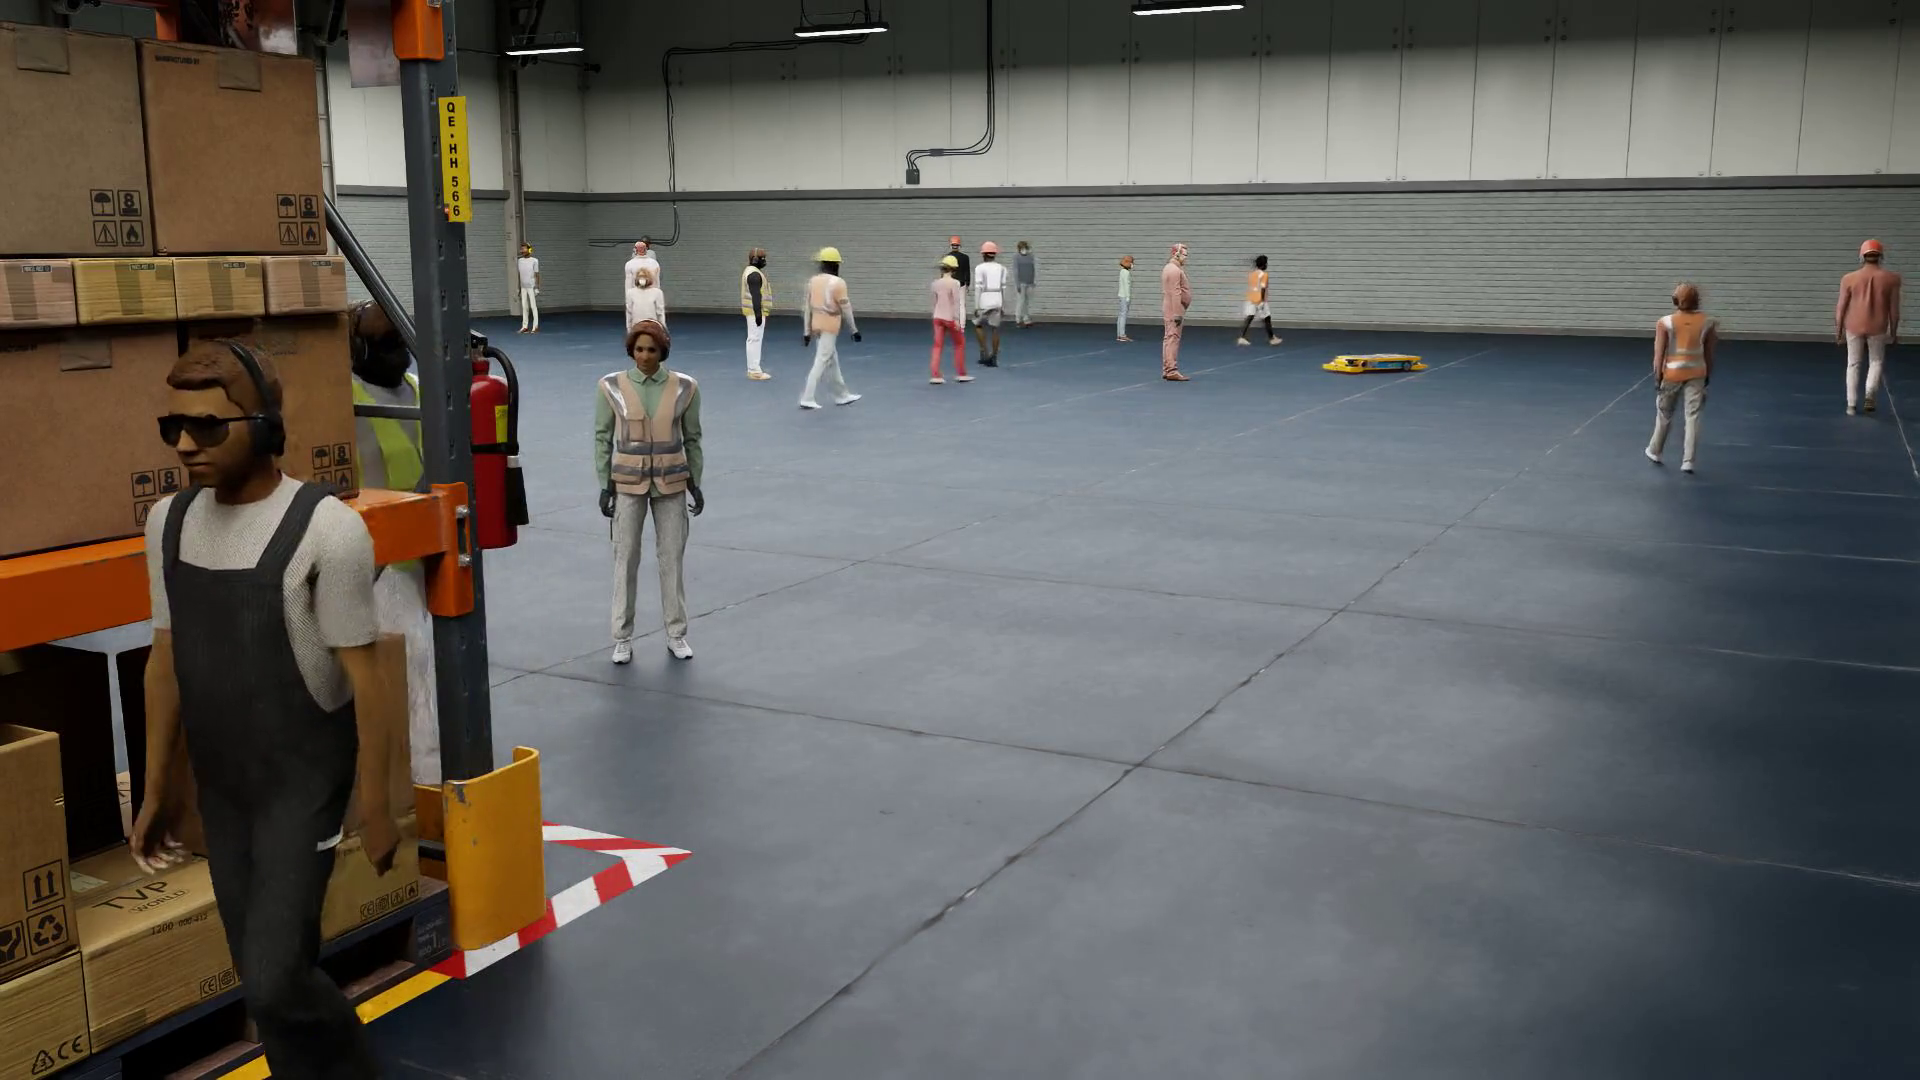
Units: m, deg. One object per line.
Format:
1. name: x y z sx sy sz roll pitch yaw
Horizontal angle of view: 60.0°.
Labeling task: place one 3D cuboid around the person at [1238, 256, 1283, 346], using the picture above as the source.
1. person: 5.482 -4.365 30.400 0.897 1.647 0.545 -4 11 -21

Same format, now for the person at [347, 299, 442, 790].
1. person: -2.086 0.037 5.988 0.901 1.812 0.633 5 12 27

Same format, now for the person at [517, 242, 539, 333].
1. person: -8.972 -5.225 34.503 0.507 1.872 0.329 3 11 18

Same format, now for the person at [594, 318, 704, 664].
1. person: -1.473 -0.233 7.914 0.513 1.639 0.313 -3 11 -16

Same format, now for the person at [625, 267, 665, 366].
1. person: -4.107 -2.758 21.743 0.504 1.619 0.523 0 10 -2

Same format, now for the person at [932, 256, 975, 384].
1. person: -0.111 -3.001 22.737 0.768 1.734 0.548 -10 14 -44

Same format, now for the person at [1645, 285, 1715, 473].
1. person: 6.245 -1.403 14.401 0.529 1.592 0.850 1 10 8

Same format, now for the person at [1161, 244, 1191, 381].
1. person: 3.025 -3.179 23.261 0.409 1.903 0.639 0 10 -2

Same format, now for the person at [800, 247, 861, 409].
1. person: -1.546 -2.482 19.532 0.979 1.880 0.599 -9 14 -40

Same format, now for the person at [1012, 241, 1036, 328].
1. person: 1.453 -5.595 36.493 0.784 1.901 0.375 -10 15 -44

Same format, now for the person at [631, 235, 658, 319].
1. person: -7.540 -6.338 40.103 0.683 2.000 0.538 4 11 22

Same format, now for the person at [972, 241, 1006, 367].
1. person: 0.437 -3.636 25.689 0.582 1.917 0.506 -5 12 -27

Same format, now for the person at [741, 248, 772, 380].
1. person: -2.856 -3.181 23.442 0.429 1.839 0.634 -2 11 -13

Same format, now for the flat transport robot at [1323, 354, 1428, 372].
1. flat transport robot: 6.202 -2.644 24.792 1.431 0.197 0.652 -5 11 -24

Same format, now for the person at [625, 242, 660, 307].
1. person: -5.444 -4.133 28.450 0.642 1.909 0.409 -8 13 -38

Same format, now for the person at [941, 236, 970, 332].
1. person: -0.092 -5.338 34.778 0.620 1.994 0.381 -1 10 -3

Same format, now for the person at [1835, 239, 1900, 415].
1. person: 10.231 -2.399 18.784 0.644 1.976 0.430 5 12 26

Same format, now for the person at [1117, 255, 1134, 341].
1. person: 3.200 -4.659 32.059 0.288 1.632 0.505 -1 10 -6

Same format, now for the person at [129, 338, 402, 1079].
1. person: -1.404 0.514 3.336 0.512 1.829 0.403 5 11 23
